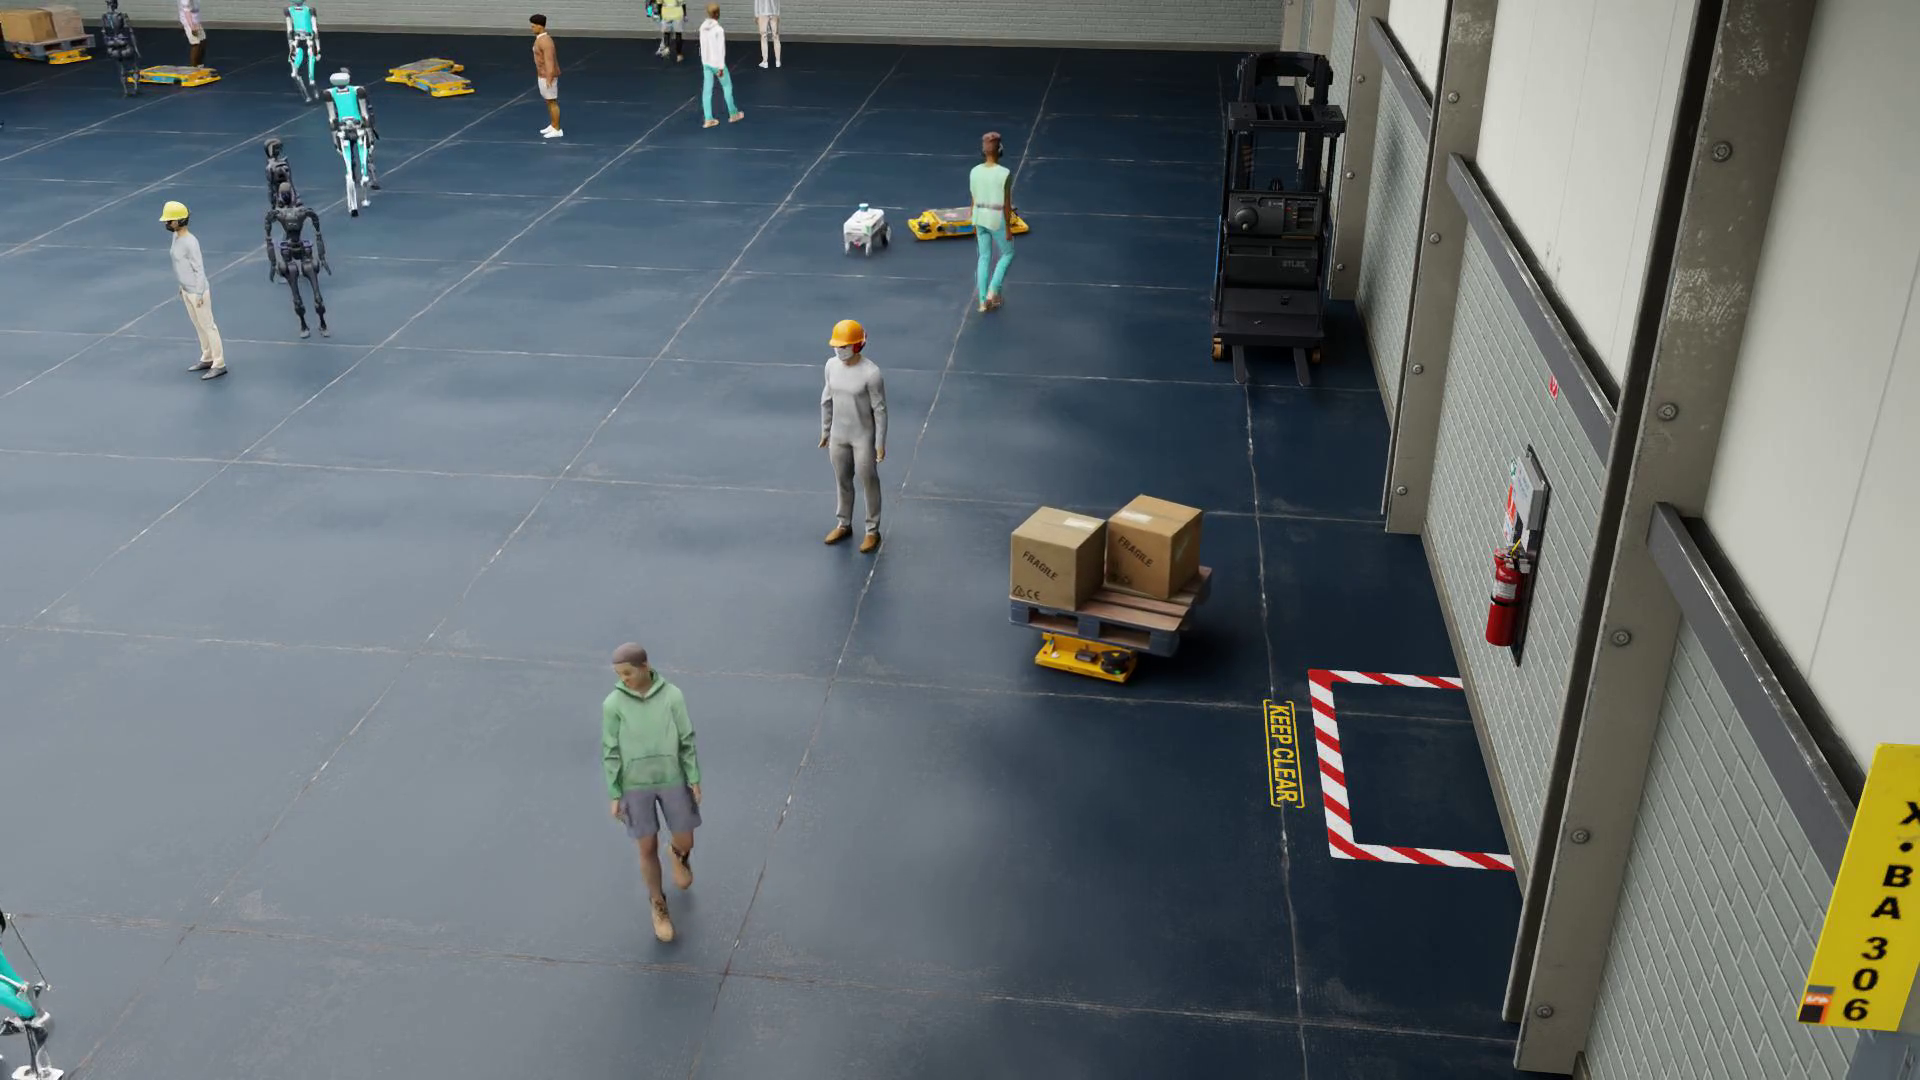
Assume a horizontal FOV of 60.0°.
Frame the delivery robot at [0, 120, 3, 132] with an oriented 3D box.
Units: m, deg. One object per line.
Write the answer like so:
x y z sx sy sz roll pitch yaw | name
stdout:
-15.449 -6.577 25.953 0.499 0.598 0.802 18 32 32 | delivery robot

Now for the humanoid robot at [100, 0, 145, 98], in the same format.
-14.313 -8.401 28.347 0.601 1.644 0.380 2 27 4 | humanoid robot

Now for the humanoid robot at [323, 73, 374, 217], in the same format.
-7.977 -5.120 21.784 0.558 1.834 0.886 -5 27 -11 | humanoid robot

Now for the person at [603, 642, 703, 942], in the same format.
-1.632 1.321 8.894 0.500 1.708 0.499 -6 27 -12 | person

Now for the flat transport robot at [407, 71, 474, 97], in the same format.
-9.084 -7.963 29.036 0.659 0.231 1.431 -19 32 -33 | flat transport robot

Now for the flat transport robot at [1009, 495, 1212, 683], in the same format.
1.101 0.566 12.009 0.659 0.231 1.431 11 29 21 | flat transport robot

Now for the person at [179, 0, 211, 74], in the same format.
-13.614 -9.199 29.583 0.501 1.996 0.660 -3 27 -6 | person

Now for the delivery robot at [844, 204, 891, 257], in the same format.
-1.175 -3.835 20.467 0.499 0.587 0.785 6 27 12 | delivery robot

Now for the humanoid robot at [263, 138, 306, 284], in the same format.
-7.820 -3.811 19.185 0.583 1.639 0.557 22 34 37 | humanoid robot

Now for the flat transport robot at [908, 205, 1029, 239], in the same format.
0.106 -4.055 21.234 1.431 0.231 0.659 -6 27 -12 | flat transport robot

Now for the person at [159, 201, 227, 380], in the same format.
-7.567 -2.464 16.386 0.308 1.768 0.524 -23 34 -38 | person

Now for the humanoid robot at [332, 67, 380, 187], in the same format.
-8.364 -5.702 23.004 0.611 1.627 0.780 -17 31 -31 | humanoid robot

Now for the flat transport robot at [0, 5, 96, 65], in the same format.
-17.220 -9.206 31.516 1.431 0.231 0.659 16 31 28 | flat transport robot

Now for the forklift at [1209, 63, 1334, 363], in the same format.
3.241 -3.477 17.183 1.129 2.768 1.873 3 27 6 | forklift

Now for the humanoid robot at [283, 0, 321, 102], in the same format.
-10.981 -8.119 27.734 0.556 1.765 0.849 -2 27 -3 | humanoid robot

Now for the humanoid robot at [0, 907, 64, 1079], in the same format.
-4.537 1.887 7.745 0.904 1.769 0.544 3 27 7 | humanoid robot

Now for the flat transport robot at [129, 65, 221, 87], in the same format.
-14.004 -8.266 29.640 1.431 0.231 0.659 8 28 15 | flat transport robot

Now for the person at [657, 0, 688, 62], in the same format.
-5.371 -9.793 31.105 0.551 1.683 0.472 1 27 2 | person

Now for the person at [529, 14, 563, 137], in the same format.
-6.375 -7.186 25.713 0.395 1.852 0.800 -10 28 -19 | person

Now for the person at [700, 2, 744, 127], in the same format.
-3.838 -7.589 26.483 0.499 1.876 0.900 15 30 28 | person

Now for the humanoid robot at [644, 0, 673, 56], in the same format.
-5.720 -10.074 31.616 0.760 1.775 0.552 -14 30 -26 | humanoid robot

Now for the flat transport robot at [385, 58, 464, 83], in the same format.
-9.673 -8.472 30.051 0.659 0.231 1.431 9 28 17 | flat transport robot

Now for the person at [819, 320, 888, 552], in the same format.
-0.832 -0.815 12.952 0.573 1.894 0.375 14 30 25 | person

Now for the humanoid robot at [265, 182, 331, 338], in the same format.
-6.936 -2.925 17.404 0.611 1.642 0.344 -10 28 -20 | humanoid robot

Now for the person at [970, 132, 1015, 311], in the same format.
0.353 -3.463 18.165 0.515 1.960 0.472 14 30 26 | person

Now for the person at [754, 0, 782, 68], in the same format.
-3.541 -9.675 30.660 0.497 1.877 0.402 -9 28 -16 | person
